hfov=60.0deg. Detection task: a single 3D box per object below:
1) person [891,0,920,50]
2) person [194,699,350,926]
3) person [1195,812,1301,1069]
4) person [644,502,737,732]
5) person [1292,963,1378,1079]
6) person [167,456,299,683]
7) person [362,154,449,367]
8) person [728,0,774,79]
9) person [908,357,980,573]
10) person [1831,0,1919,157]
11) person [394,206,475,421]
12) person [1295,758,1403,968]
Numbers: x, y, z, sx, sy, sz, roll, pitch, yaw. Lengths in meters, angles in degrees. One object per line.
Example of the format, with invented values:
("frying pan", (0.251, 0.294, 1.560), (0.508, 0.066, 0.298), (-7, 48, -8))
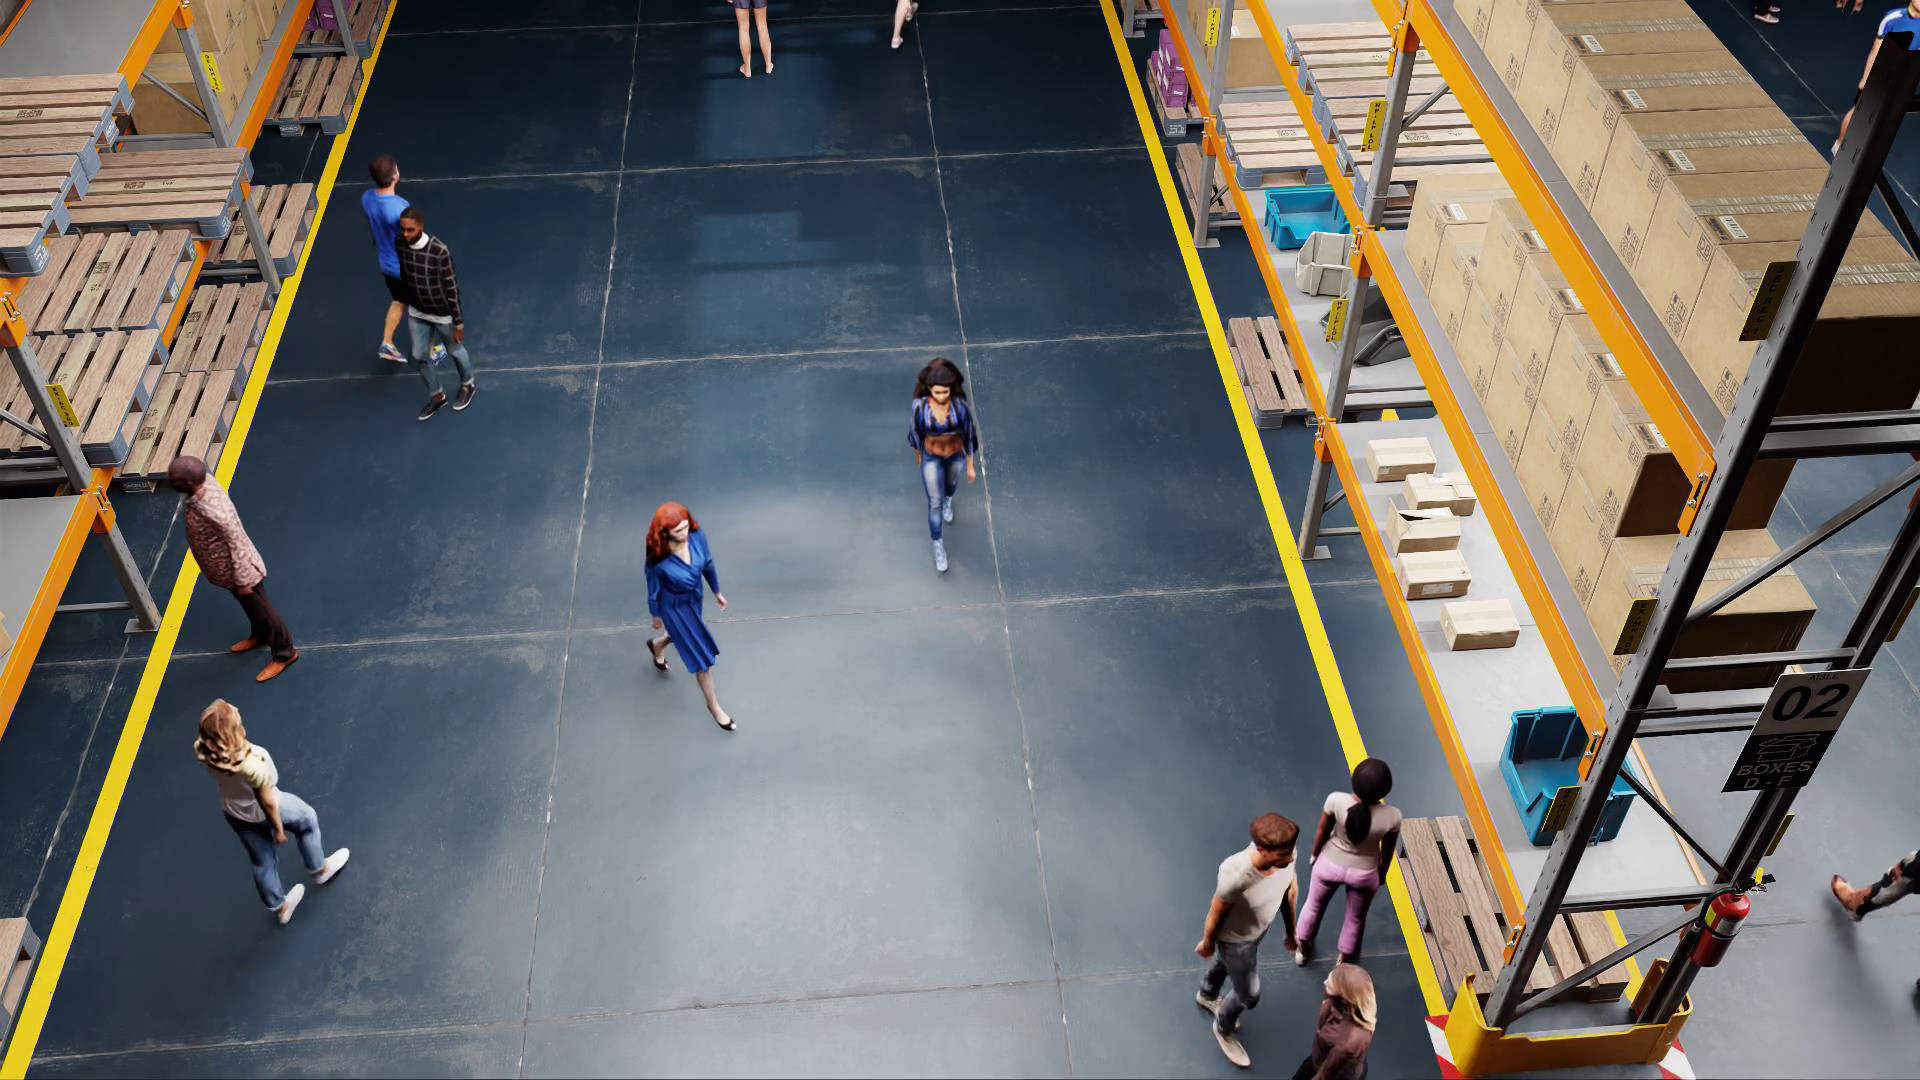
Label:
("person", (-0.611, -5.911, 17.064), (0.878, 1.703, 1.238), (12, 45, 12))
("person", (-3.944, 1.571, 9.208), (0.778, 1.707, 0.896), (11, 45, 11))
("person", (1.420, 1.949, 8.687), (0.824, 1.878, 0.885), (-32, 52, -29))
("person", (-1.780, 0.388, 10.392), (1.133, 1.787, 1.096), (28, 50, 26))
("person", (1.920, 2.616, 8.123), (0.750, 1.690, 0.657), (10, 45, 10))
("person", (-4.645, 0.130, 10.647), (0.837, 1.808, 0.735), (-29, 51, -27))
("person", (-4.401, -2.078, 12.930), (0.854, 1.855, 0.969), (18, 47, 18))
("person", (-2.096, -5.457, 16.566), (0.634, 1.732, 0.606), (-12, 45, -12))
("person", (-0.113, -0.625, 11.611), (0.624, 1.571, 1.021), (-4, 44, -4))
("person", (8.503, -4.312, 15.280), (0.665, 1.849, 0.657), (-6, 44, -6))
("person", (-3.952, -1.807, 12.682), (0.861, 1.806, 0.907), (13, 45, 13))
("person", (2.094, 1.769, 8.976), (0.639, 1.740, 0.641), (15, 46, 15))
